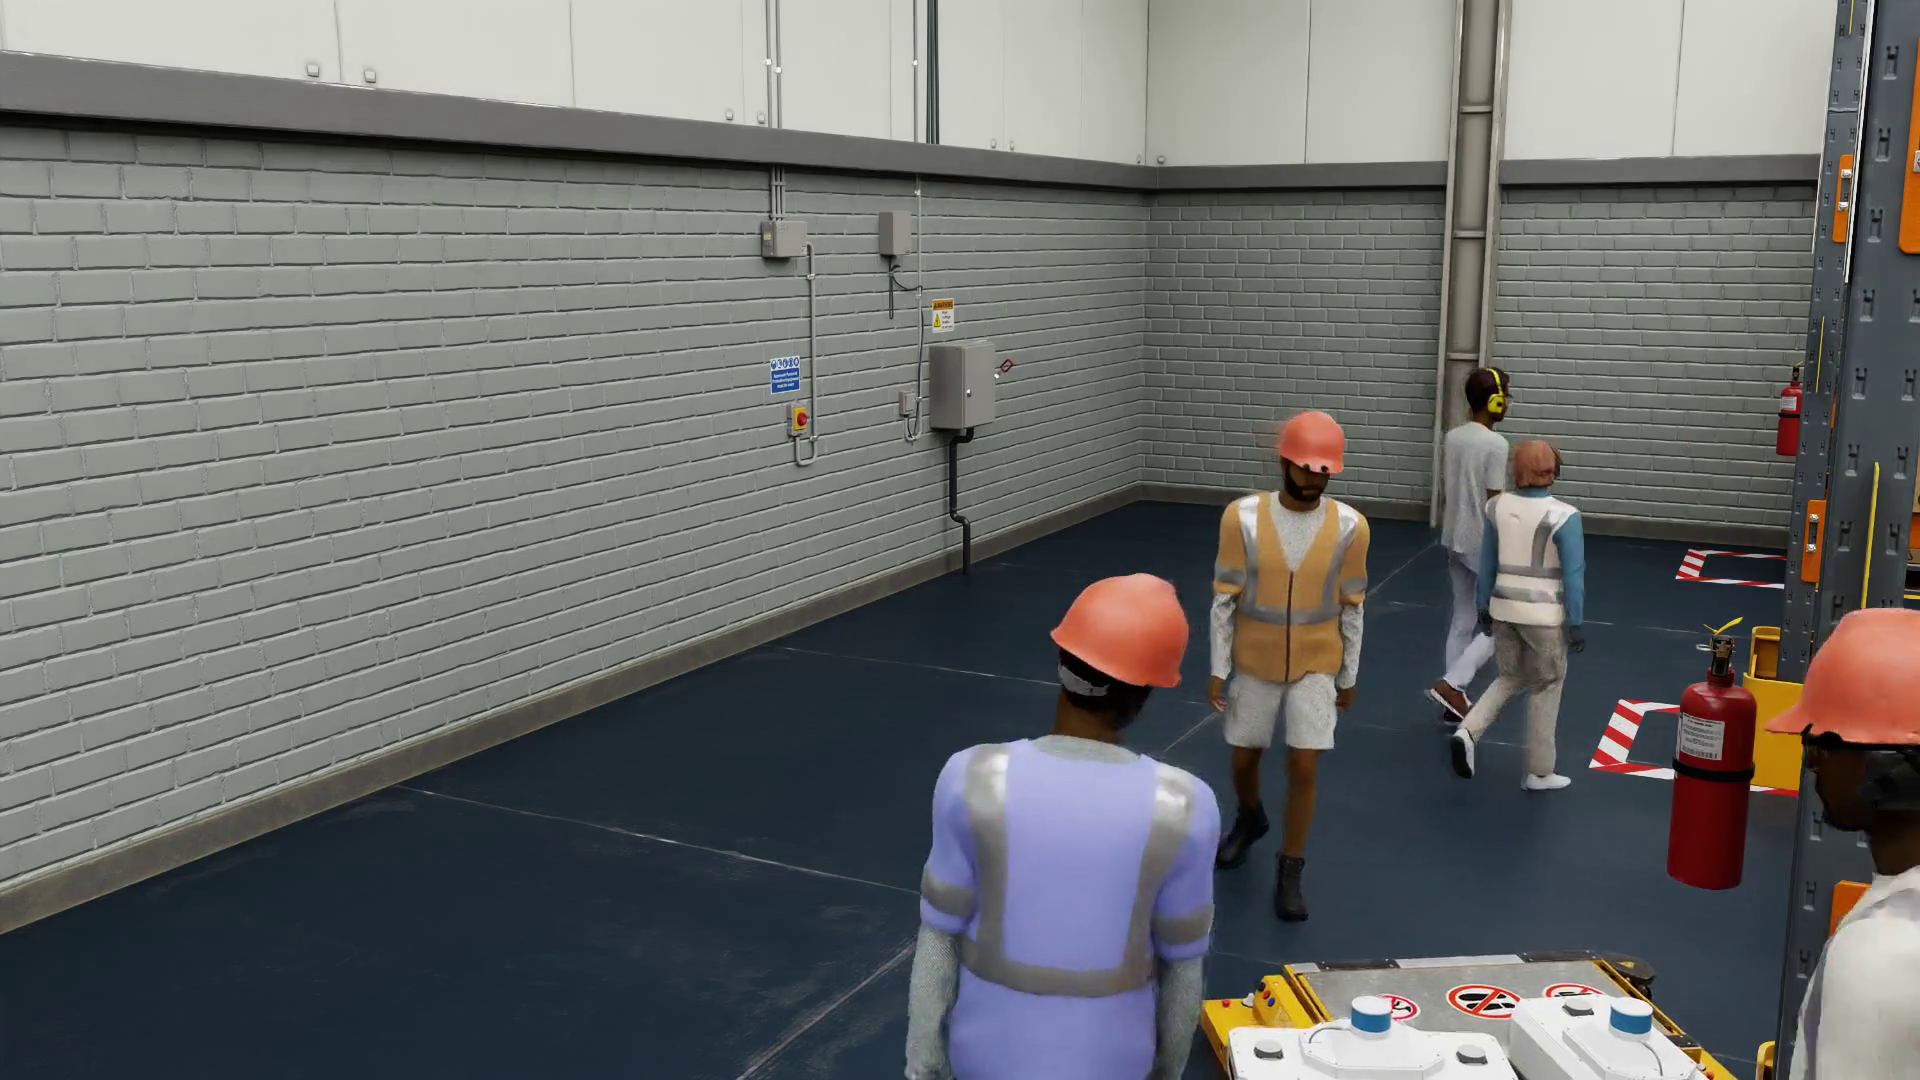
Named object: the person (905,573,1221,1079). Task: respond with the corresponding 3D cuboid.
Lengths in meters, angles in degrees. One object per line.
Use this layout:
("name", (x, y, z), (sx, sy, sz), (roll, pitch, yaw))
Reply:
("person", (0.185, 1.001, 3.198), (0.599, 1.897, 0.511), (0, 10, 2))

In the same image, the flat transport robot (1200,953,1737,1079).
("flat transport robot", (1.500, 1.482, 4.994), (1.431, 0.197, 0.652), (-1, 10, -5))

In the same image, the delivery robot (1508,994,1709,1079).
("delivery robot", (1.714, 1.423, 4.281), (0.477, 0.478, 0.707), (-1, 10, -8))

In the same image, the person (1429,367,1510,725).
("person", (2.645, 0.051, 8.468), (0.394, 1.853, 0.568), (-3, 11, -16))

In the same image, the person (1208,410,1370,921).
("person", (1.224, 0.435, 6.268), (0.573, 1.903, 0.722), (2, 11, 9))

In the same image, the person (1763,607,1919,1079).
("person", (1.454, 1.099, 2.424), (1.049, 1.995, 0.616), (8, 13, 37))

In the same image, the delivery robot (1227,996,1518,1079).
("delivery robot", (1.050, 1.422, 4.290), (0.707, 0.478, 0.477), (0, 10, 3))

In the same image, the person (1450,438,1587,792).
("person", (2.515, 0.354, 7.470), (0.526, 1.617, 0.539), (-6, 12, -29))
